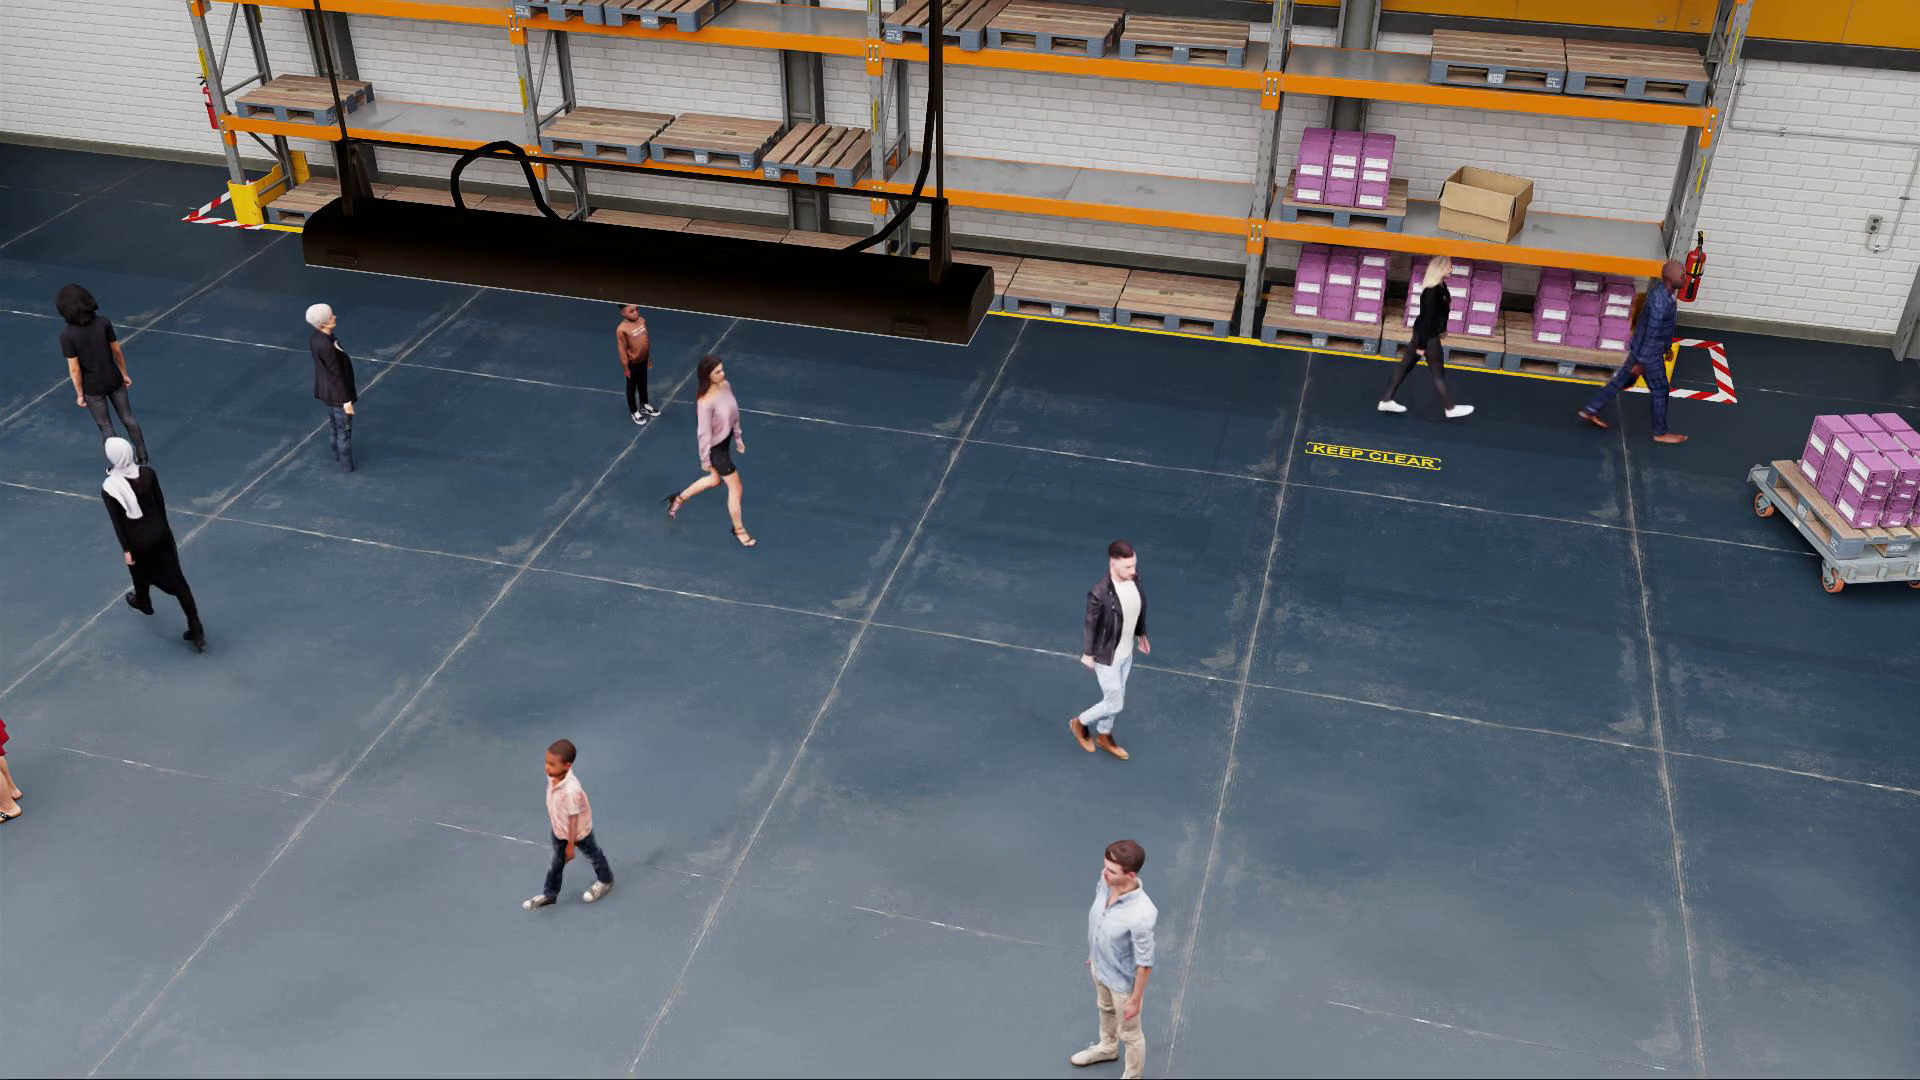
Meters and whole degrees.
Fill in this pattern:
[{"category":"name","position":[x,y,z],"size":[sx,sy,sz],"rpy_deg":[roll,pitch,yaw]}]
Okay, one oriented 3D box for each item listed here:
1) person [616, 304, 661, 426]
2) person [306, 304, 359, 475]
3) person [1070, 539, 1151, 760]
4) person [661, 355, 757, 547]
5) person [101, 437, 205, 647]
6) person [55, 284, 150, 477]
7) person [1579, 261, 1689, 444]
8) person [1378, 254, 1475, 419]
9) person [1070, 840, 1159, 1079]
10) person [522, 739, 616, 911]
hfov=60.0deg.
[{"category":"person","position":[-3.067,-1.720,15.695],"size":[0.581,1.255,0.583],"rpy_deg":[21,39,28]},{"category":"person","position":[-5.623,-1.289,14.922],"size":[0.793,1.783,0.821],"rpy_deg":[-18,38,-25]},{"category":"person","position":[0.997,0.726,11.502],"size":[0.822,1.822,0.783],"rpy_deg":[27,42,34]},{"category":"person","position":[-2.083,-0.734,13.738],"size":[1.055,1.780,0.622],"rpy_deg":[8,34,11]},{"category":"person","position":[-6.079,0.059,12.592],"size":[1.248,1.727,0.915],"rpy_deg":[22,40,30]},{"category":"person","position":[-7.594,-1.408,14.702],"size":[0.667,1.835,0.709],"rpy_deg":[24,41,32]},{"category":"person","position":[6.225,-1.740,15.258],"size":[1.208,1.772,0.688],"rpy_deg":[11,35,16]},{"category":"person","position":[4.269,-1.891,15.599],"size":[1.100,1.645,0.653],"rpy_deg":[7,34,10]},{"category":"person","position":[0.873,2.334,9.061],"size":[0.759,1.846,0.721],"rpy_deg":[-15,36,-21]},{"category":"person","position":[-2.370,1.763,10.430],"size":[0.813,1.282,0.829],"rpy_deg":[-27,42,-34]}]
